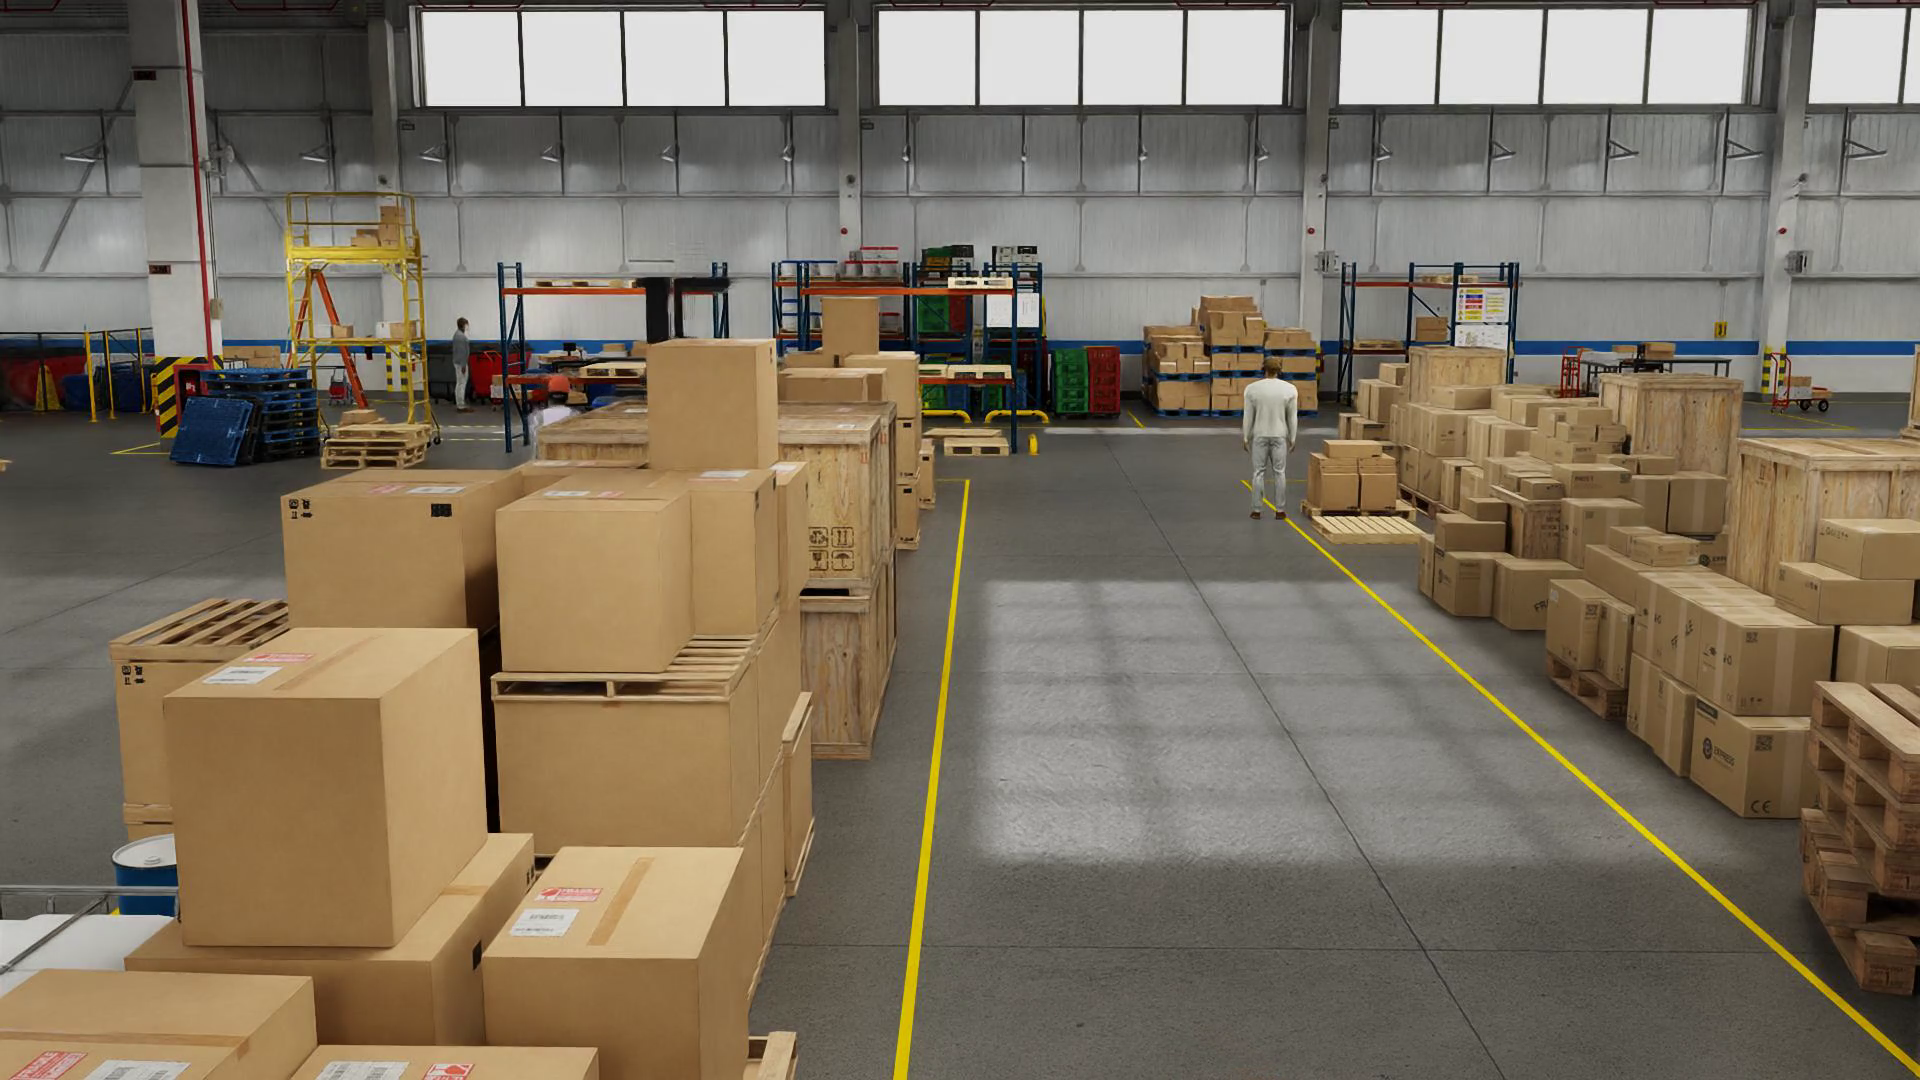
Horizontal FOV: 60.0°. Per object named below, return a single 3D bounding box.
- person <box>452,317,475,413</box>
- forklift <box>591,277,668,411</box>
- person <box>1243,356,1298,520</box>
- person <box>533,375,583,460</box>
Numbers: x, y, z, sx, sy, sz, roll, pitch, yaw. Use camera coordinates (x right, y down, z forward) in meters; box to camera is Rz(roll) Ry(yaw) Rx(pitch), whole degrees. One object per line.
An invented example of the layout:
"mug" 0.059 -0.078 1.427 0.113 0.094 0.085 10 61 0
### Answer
"person" -10.066 -3.534 33.627 0.376 1.937 0.629 -3 10 -20
"forklift" -4.343 -2.371 23.838 1.873 2.768 1.129 -2 10 -10
"person" 3.654 -1.198 19.629 0.636 1.937 0.358 1 10 8
"person" -4.102 -0.746 17.102 0.562 1.874 1.042 0 9 -1
